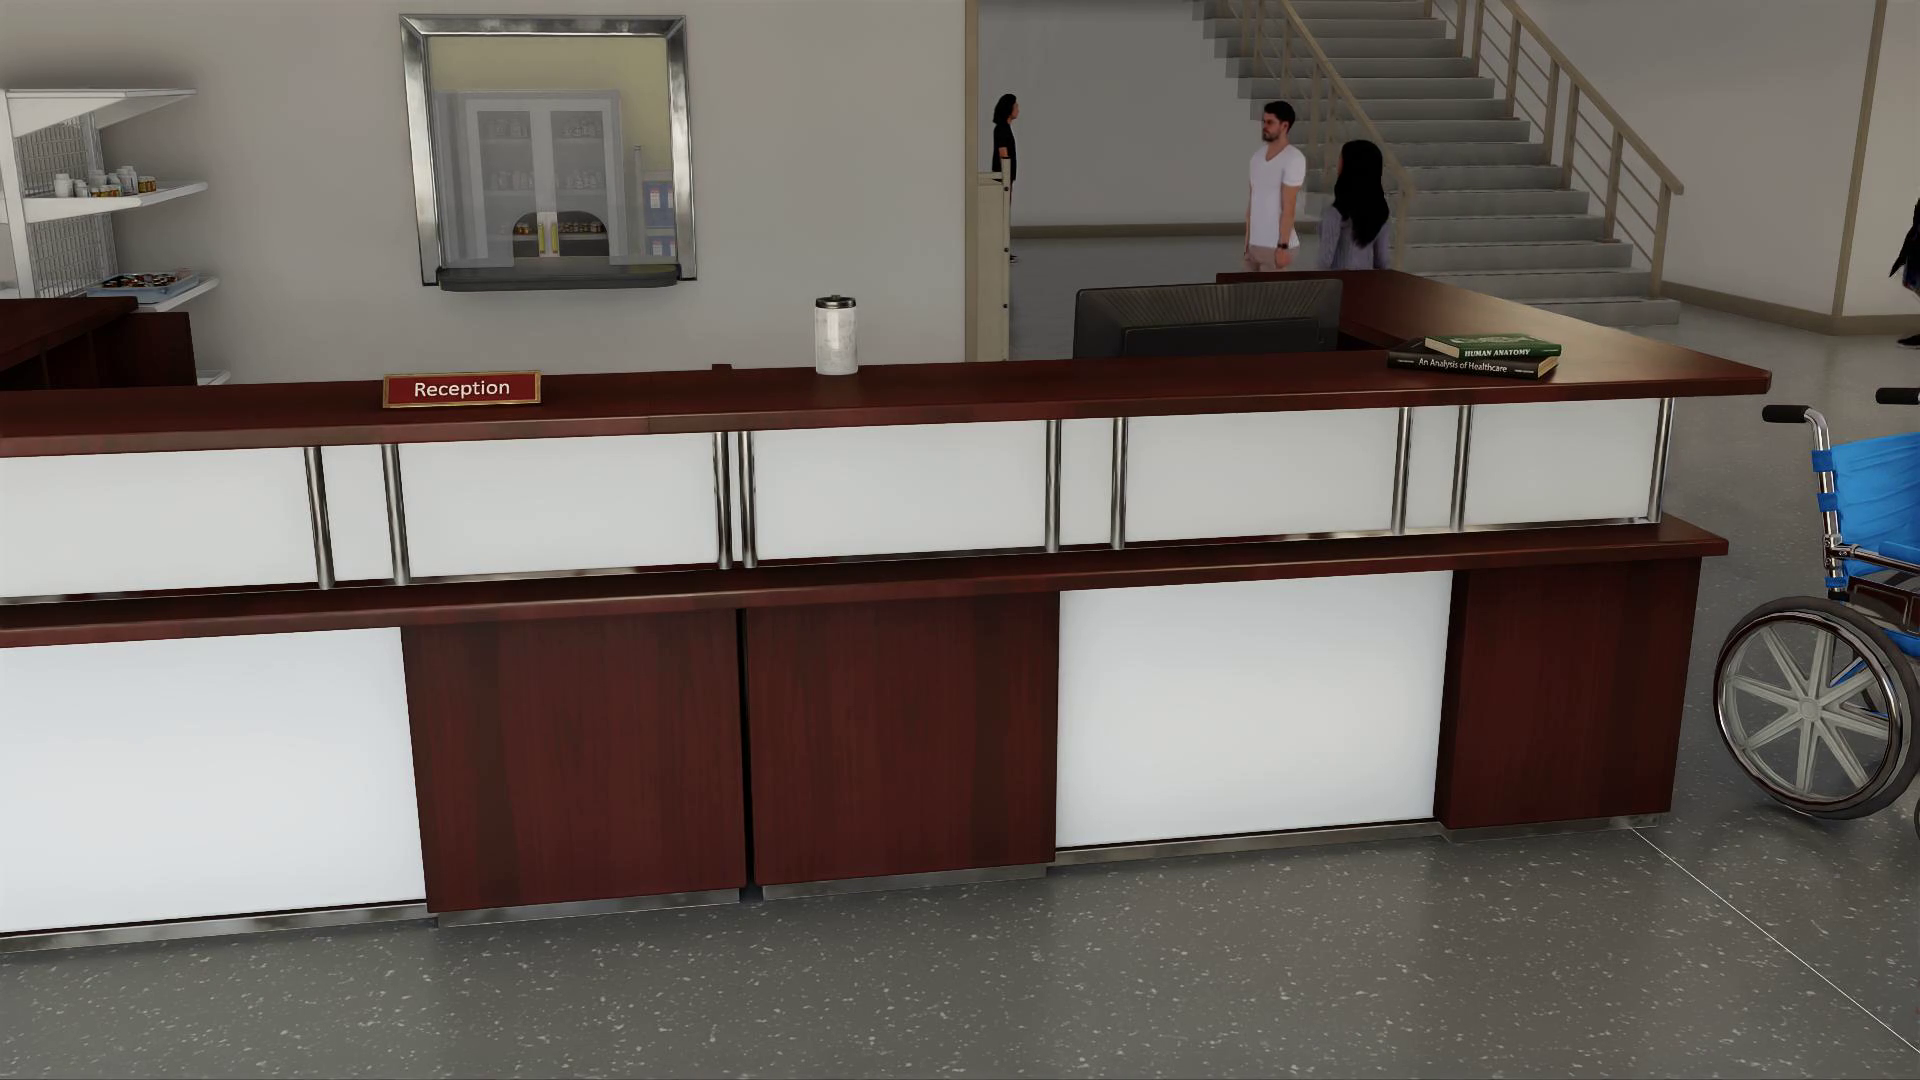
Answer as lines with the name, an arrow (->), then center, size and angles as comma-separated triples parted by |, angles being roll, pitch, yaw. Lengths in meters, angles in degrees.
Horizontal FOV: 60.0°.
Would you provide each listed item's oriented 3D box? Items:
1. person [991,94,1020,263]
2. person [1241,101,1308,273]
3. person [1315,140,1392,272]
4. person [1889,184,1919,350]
person -> 0.475, -4.042, 18.556 | 0.736, 1.829, 0.545 | 1, 16, 2
person -> 2.128, -1.950, 11.074 | 0.842, 1.874, 0.833 | -6, 17, -21
person -> 2.088, -1.159, 8.602 | 0.977, 1.694, 1.260 | -11, 19, -35
person -> 7.461, -2.268, 12.575 | 0.856, 1.672, 0.807 | 7, 17, 22
